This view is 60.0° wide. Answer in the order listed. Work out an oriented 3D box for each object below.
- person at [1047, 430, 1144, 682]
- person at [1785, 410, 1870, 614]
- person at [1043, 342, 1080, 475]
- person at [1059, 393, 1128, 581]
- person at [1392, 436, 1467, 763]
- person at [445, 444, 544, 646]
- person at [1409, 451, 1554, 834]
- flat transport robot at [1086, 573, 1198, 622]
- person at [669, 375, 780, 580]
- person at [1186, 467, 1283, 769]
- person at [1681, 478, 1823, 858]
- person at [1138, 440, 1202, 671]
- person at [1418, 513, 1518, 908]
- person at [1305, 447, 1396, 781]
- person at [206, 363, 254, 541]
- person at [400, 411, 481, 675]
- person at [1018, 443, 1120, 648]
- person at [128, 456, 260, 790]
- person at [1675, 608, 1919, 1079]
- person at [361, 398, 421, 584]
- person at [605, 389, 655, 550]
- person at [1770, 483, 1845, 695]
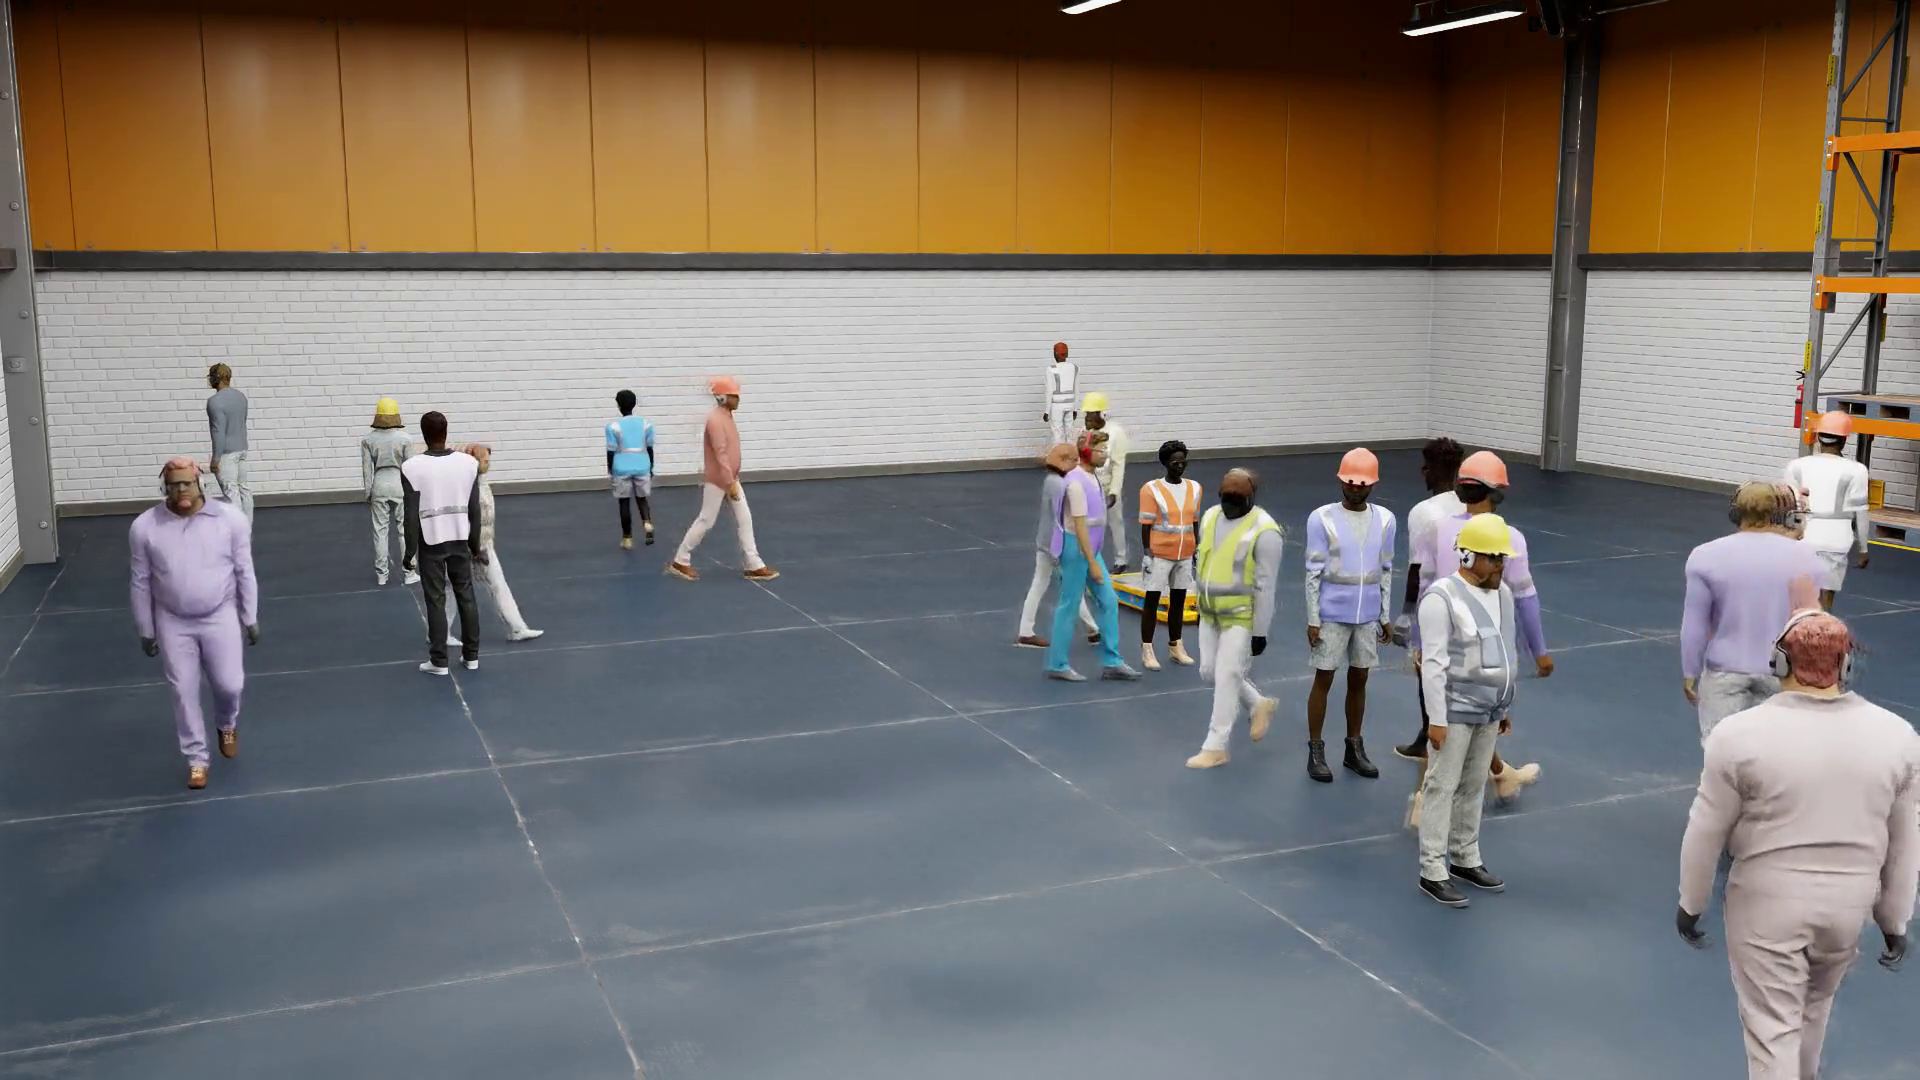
[{"bbox_3d":[0.972,0.133,11.709,0.805,1.813,0.561,3,10,20],"label":"person"},{"bbox_3d":[6.294,0.015,12.116,0.435,1.916,0.551,-8,12,-41],"label":"person"},{"bbox_3d":[1.433,-1.852,23.547,0.576,1.883,0.355,-6,11,-32],"label":"person"},{"bbox_3d":[1.302,-0.488,15.607,0.594,1.783,0.925,6,11,33],"label":"person"},{"bbox_3d":[2.841,0.364,9.881,0.624,1.968,0.366,-7,12,-36],"label":"person"},{"bbox_3d":[-3.739,0.049,12.911,0.872,1.589,0.532,0,9,2],"label":"person"},{"bbox_3d":[2.781,0.527,8.792,1.075,1.980,0.626,-5,11,-27],"label":"person"},{"bbox_3d":[1.727,0.469,14.352,0.652,0.197,1.431,-5,10,-25],"label":"flat transport robot"},{"bbox_3d":[-2.262,-0.571,15.625,1.037,1.952,0.627,2,10,12],"label":"person"},{"bbox_3d":[1.665,0.448,9.871,0.675,1.808,0.660,-6,11,-33],"label":"person"},{"bbox_3d":[3.917,0.657,8.258,0.627,1.920,0.694,2,10,12],"label":"person"},{"bbox_3d":[1.547,0.106,12.236,0.532,1.697,0.322,-4,10,-25],"label":"person"},{"bbox_3d":[2.383,0.778,7.768,0.587,1.830,0.404,-7,12,-37],"label":"person"},{"bbox_3d":[2.252,0.426,9.584,0.546,1.934,0.376,-2,10,-12],"label":"person"},{"bbox_3d":[-7.773,-0.911,17.669,0.373,1.941,0.627,1,9,5],"label":"person"},{"bbox_3d":[-3.751,0.024,12.083,0.591,1.912,0.383,-8,12,-41],"label":"person"},{"bbox_3d":[0.831,0.047,12.882,0.844,1.586,0.514,-2,10,-11],"label":"person"},{"bbox_3d":[-4.383,0.451,9.548,0.667,1.892,0.543,-4,10,-21],"label":"person"},{"bbox_3d":[2.650,1.137,5.407,0.673,1.881,0.785,0,9,2],"label":"person"},{"bbox_3d":[-5.290,-0.453,15.484,0.493,1.743,0.295,-1,9,-6],"label":"person"},{"bbox_3d":[-3.408,-0.722,17.269,0.547,1.684,0.429,-5,11,-29],"label":"person"},{"bbox_3d":[4.114,0.644,8.436,0.751,1.880,0.653,0,9,-2],"label":"person"}]
